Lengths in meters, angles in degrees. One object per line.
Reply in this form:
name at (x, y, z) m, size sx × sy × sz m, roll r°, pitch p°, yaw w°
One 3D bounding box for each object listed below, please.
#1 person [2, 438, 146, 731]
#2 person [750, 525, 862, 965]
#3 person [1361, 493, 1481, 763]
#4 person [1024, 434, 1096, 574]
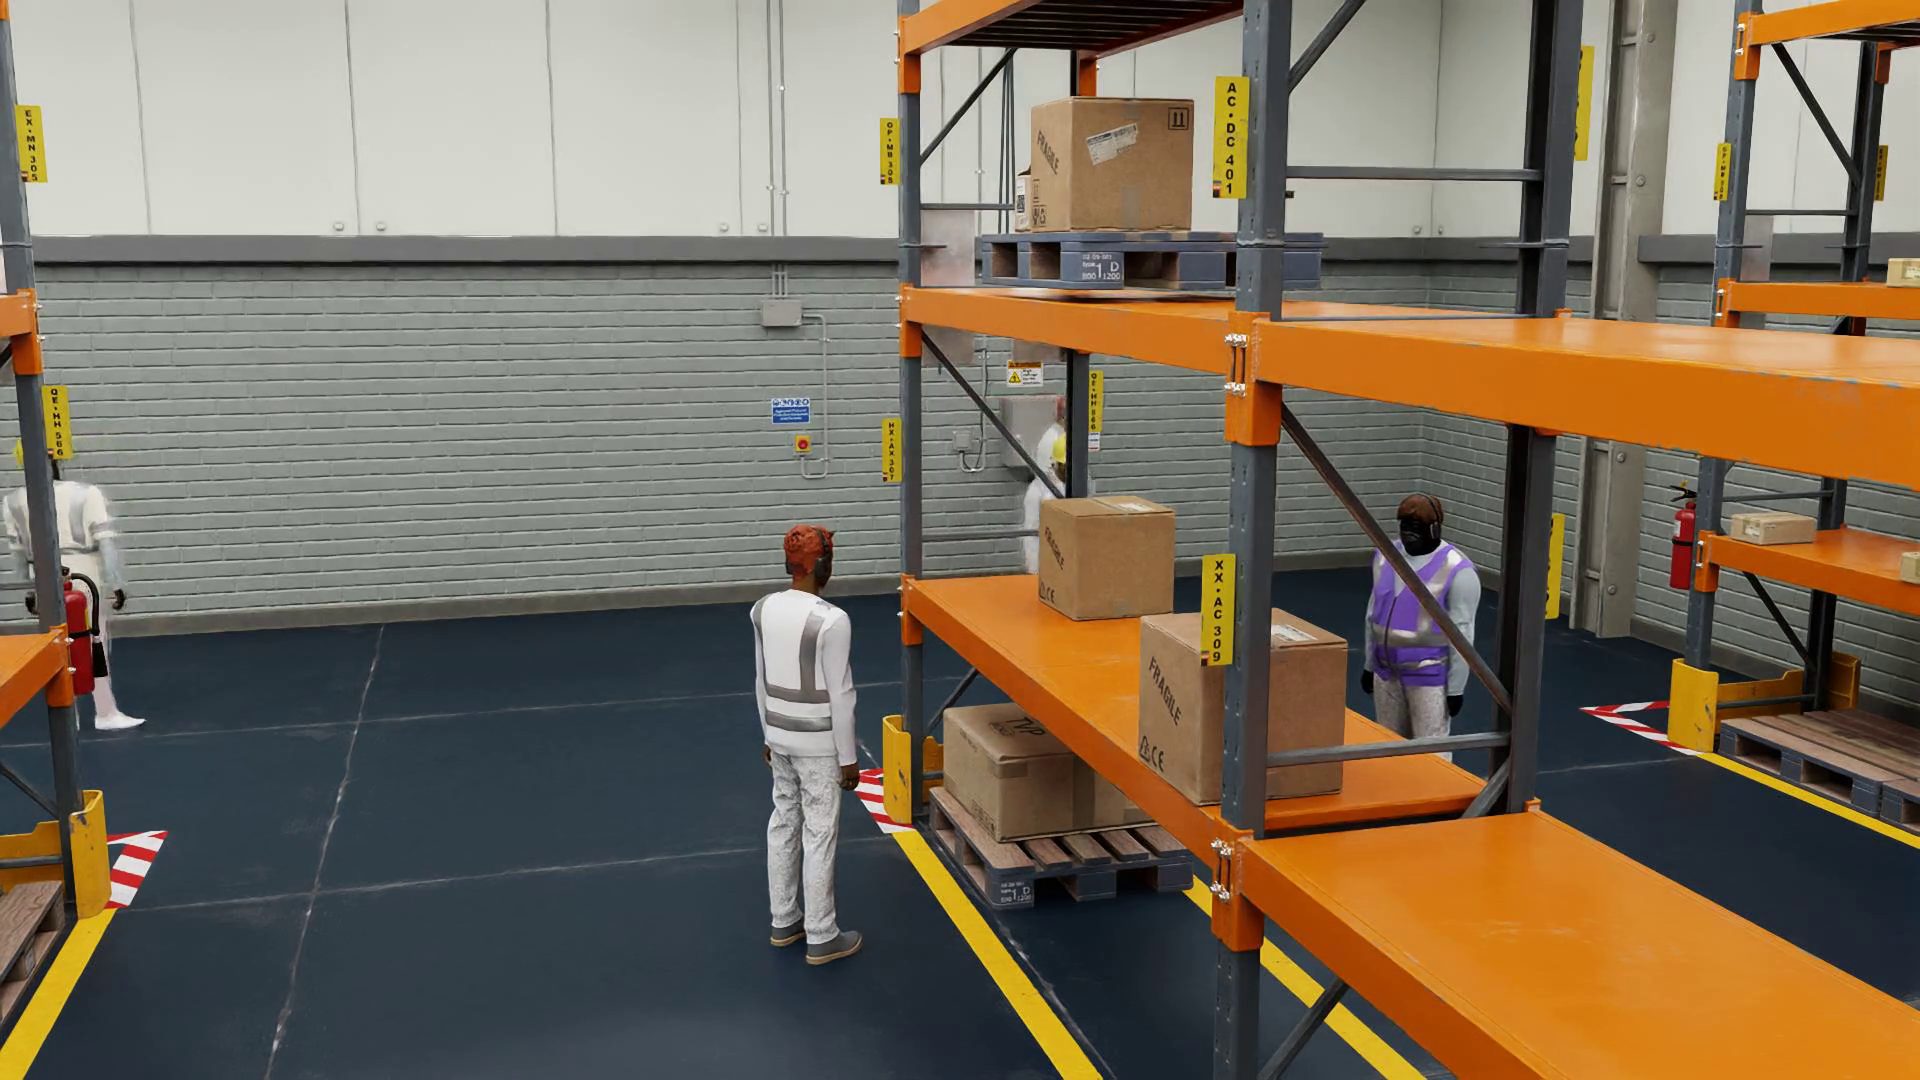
person at (-5.553, 0.278, 10.461) m, size 0.763 × 1.888 × 0.357 m, roll -1°, pitch 10°, yaw -7°
person at (-0.652, 0.864, 7.114) m, size 0.575 × 1.880 × 0.358 m, roll 9°, pitch 14°, yaw 43°
person at (2.279, 0.672, 8.351) m, size 0.429 × 1.836 × 0.632 m, roll -6°, pitch 12°, yaw -33°
person at (0.679, 0.121, 11.656) m, size 0.635 × 1.781 × 0.941 m, roll -6°, pitch 11°, yaw -29°
